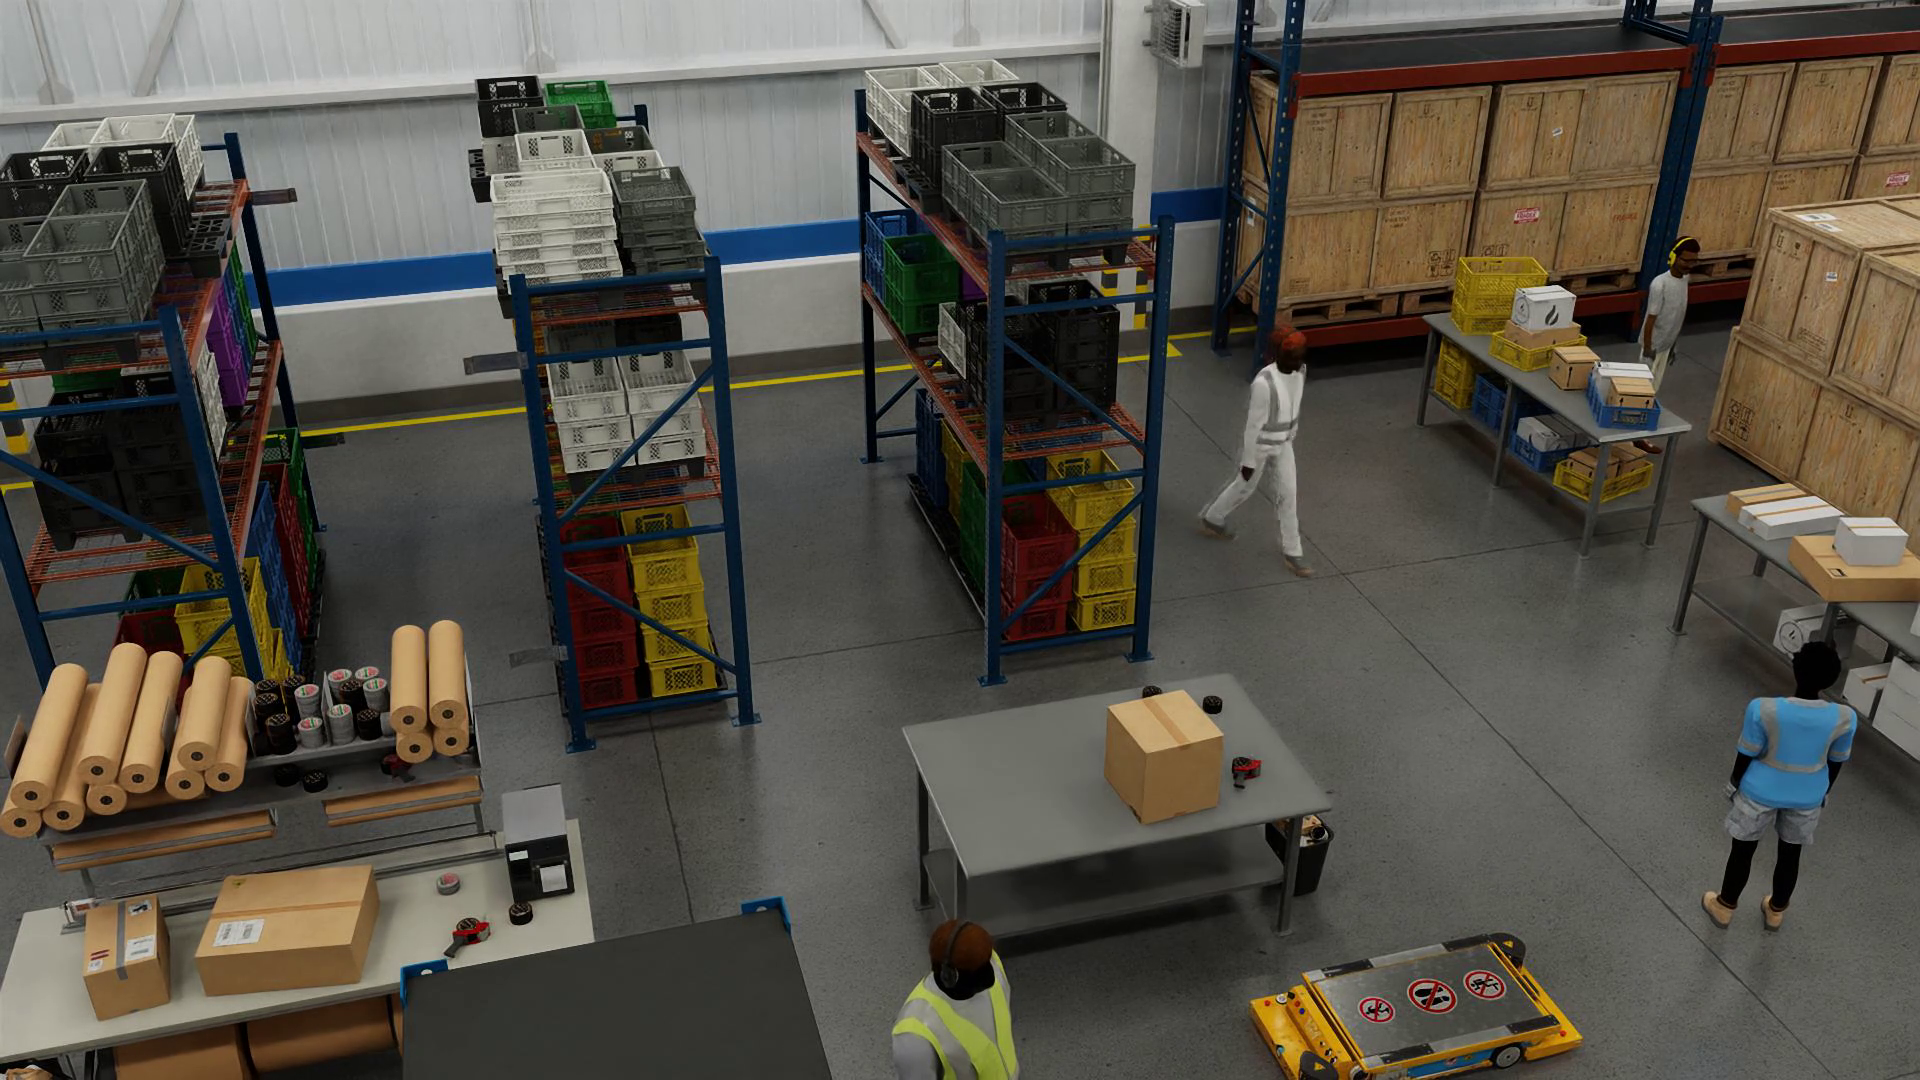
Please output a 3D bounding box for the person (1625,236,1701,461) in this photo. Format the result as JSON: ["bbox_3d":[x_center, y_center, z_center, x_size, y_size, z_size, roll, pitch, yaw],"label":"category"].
[{"bbox_3d":[5.582,-1.520,13.258,0.519,1.865,0.331,-24,37,-36],"label":"person"}]

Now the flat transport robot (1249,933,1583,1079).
[{"bbox_3d":[2.184,2.282,7.980,1.431,0.197,0.652,-8,30,-14],"label":"flat transport robot"}]

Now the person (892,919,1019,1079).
[{"bbox_3d":[0.010,2.218,6.477,0.429,1.845,0.627,15,32,25],"label":"person"}]

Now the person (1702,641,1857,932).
[{"bbox_3d":[4.128,1.256,8.377,0.535,1.697,0.318,4,29,7],"label":"person"}]

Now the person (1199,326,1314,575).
[{"bbox_3d":[2.175,-0.697,11.816,0.633,1.826,0.967,-21,35,-33],"label":"person"}]
